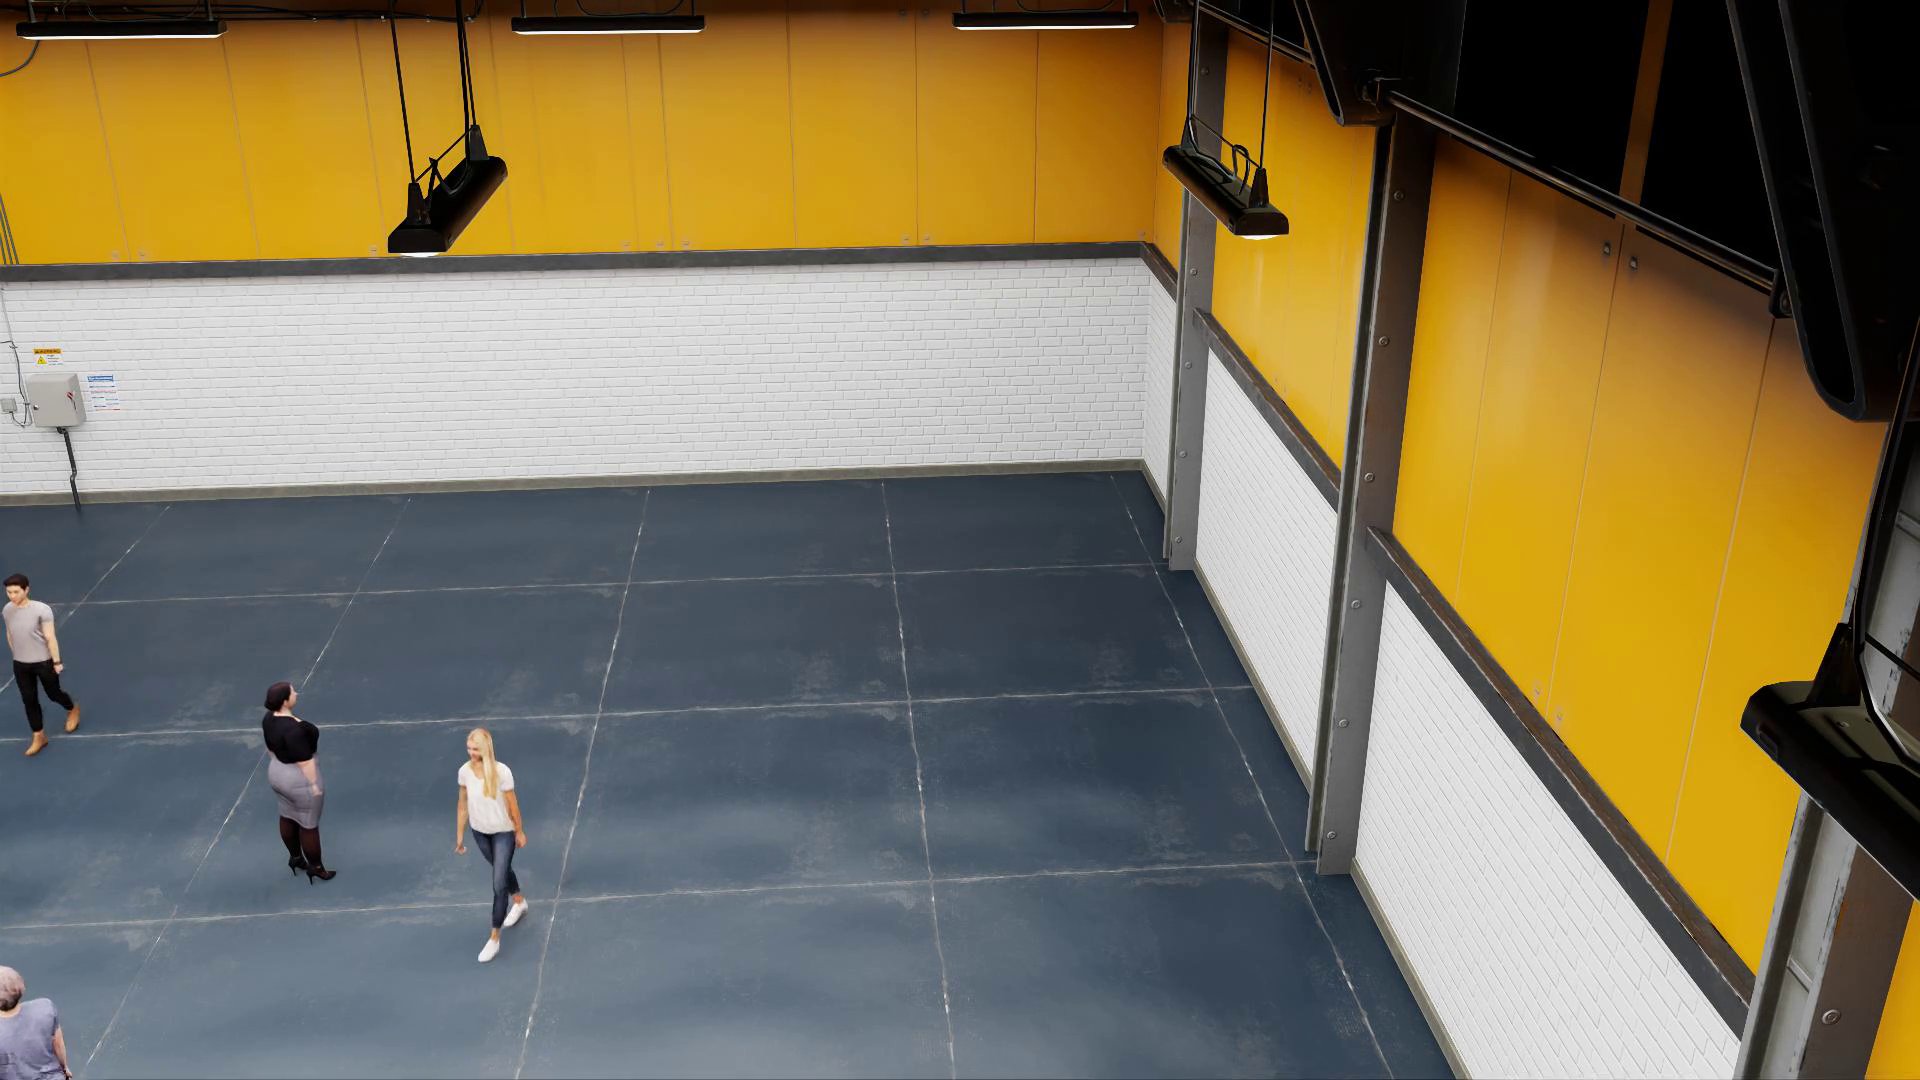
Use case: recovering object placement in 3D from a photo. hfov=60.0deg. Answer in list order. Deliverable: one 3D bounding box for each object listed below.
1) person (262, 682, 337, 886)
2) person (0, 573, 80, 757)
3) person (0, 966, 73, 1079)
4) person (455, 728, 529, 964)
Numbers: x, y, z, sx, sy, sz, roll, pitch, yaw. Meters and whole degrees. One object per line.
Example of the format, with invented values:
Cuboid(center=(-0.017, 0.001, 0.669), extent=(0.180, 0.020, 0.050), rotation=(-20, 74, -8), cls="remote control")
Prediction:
Cuboid(center=(-5.309, 1.928, 13.270), extent=(0.774, 1.760, 0.828), rotation=(17, 29, 34), cls="person")
Cuboid(center=(-8.461, 1.070, 15.307), extent=(0.699, 1.700, 0.979), rotation=(1, 24, 2), cls="person")
Cuboid(center=(-5.437, 3.365, 9.844), extent=(0.860, 1.871, 0.801), rotation=(19, 30, 37), cls="person")
Cuboid(center=(-3.488, 2.192, 12.641), extent=(0.867, 1.781, 1.122), rotation=(7, 25, 15), cls="person")
